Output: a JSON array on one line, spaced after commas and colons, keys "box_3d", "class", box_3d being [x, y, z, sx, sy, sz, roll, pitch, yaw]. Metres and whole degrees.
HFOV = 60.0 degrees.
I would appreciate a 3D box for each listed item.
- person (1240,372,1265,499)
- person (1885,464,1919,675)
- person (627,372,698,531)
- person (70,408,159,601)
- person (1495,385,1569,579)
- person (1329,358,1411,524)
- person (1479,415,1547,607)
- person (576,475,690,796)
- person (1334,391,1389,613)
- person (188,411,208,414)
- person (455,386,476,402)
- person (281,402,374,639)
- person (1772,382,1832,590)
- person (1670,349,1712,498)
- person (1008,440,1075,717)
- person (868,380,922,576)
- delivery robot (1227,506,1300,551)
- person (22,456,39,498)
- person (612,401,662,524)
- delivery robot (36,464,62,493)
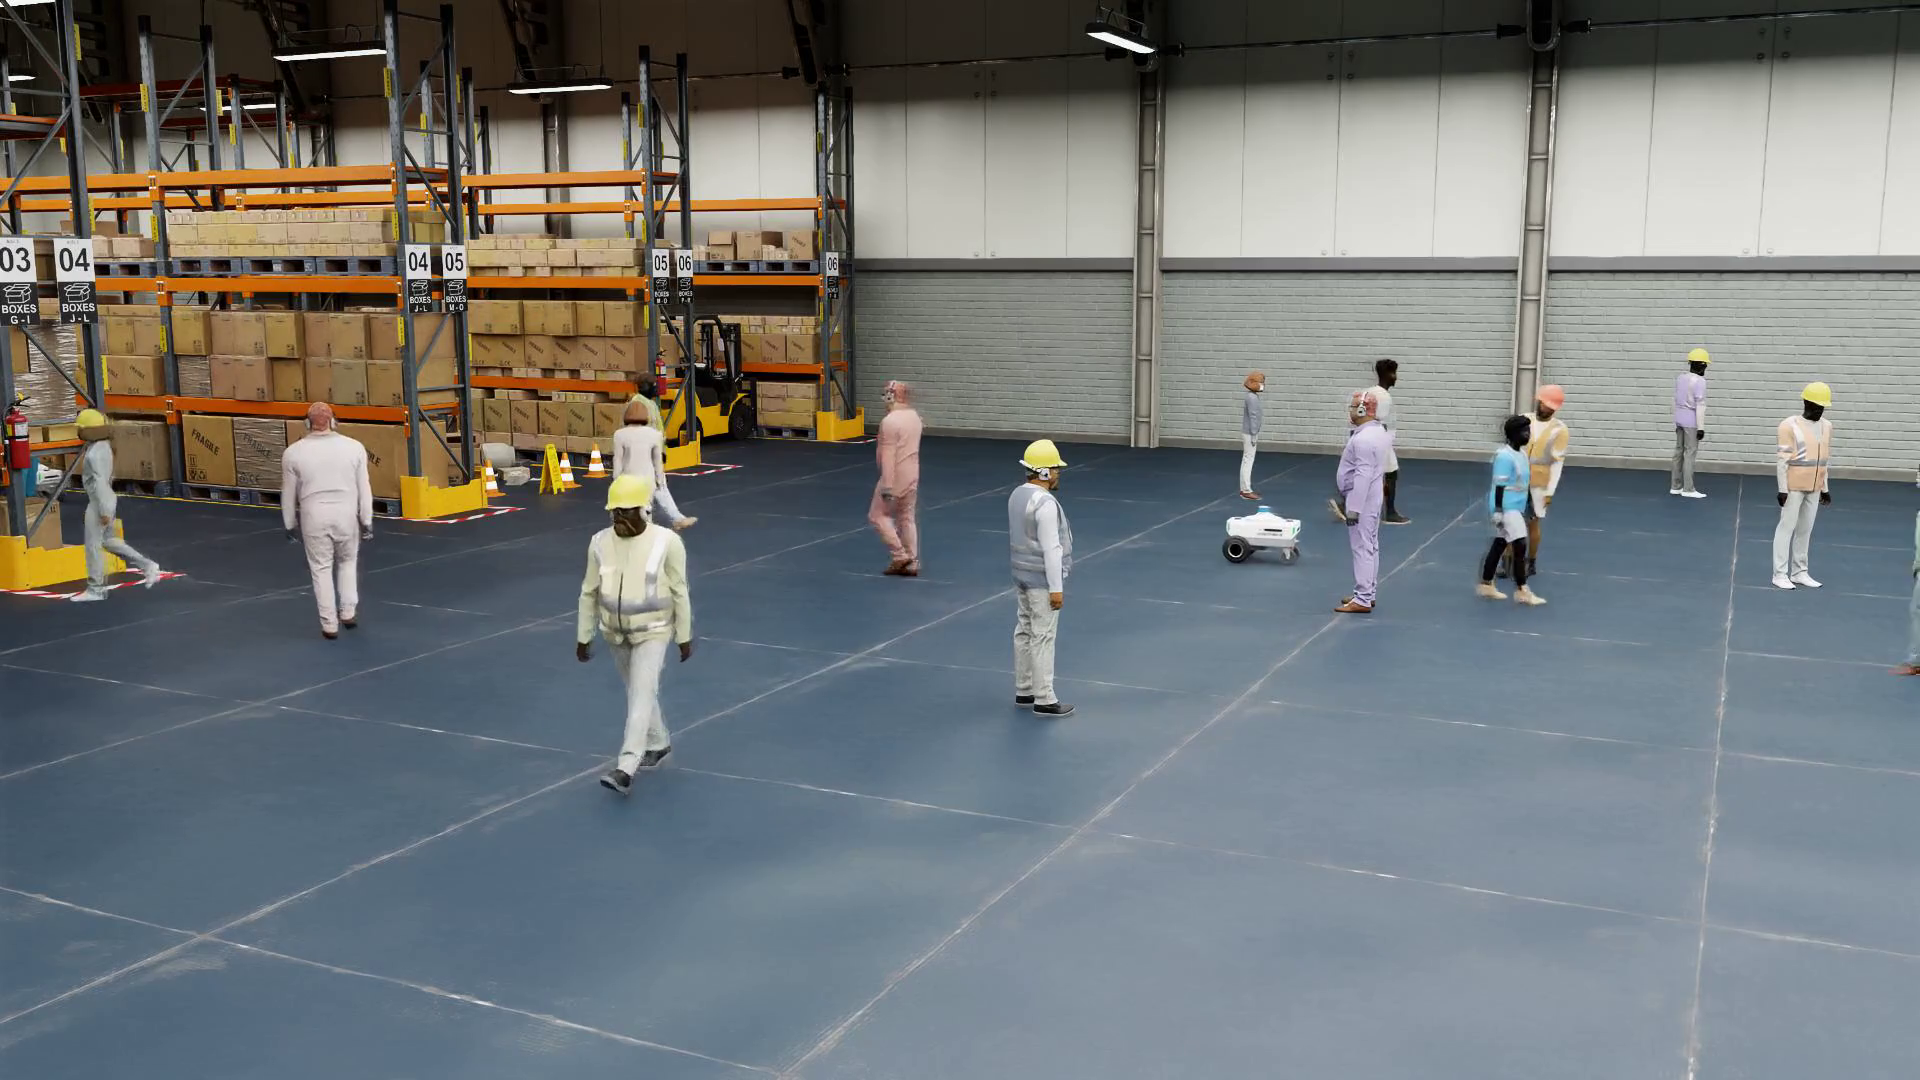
[{"box_3d": [3.763, -1.345, 21.400, 0.289, 1.633, 0.501, 1, 9, 6], "class": "person"}, {"box_3d": [7.094, 0.205, 12.009, 0.681, 1.619, 0.518, 4, 10, 21], "class": "person"}, {"box_3d": [-3.469, -0.989, 18.736, 0.947, 1.790, 0.651, 0, 9, -1], "class": "person"}, {"box_3d": [-7.592, -0.317, 14.802, 0.644, 1.725, 0.494, -2, 10, -15], "class": "person"}, {"box_3d": [5.399, -0.538, 15.710, 0.634, 1.872, 0.649, 8, 12, 39], "class": "person"}, {"box_3d": [4.759, -1.136, 19.186, 0.860, 1.940, 0.607, -1, 9, -5], "class": "person"}, {"box_3d": [4.925, -0.257, 14.596, 0.745, 1.665, 0.551, 6, 11, 33], "class": "person"}, {"box_3d": [-1.894, 0.526, 9.464, 0.623, 1.778, 0.932, 3, 10, 18], "class": "person"}, {"box_3d": [3.440, -0.325, 14.314, 0.407, 1.910, 0.639, 4, 10, 24], "class": "person"}, {"box_3d": [-11.803, -2.281, 25.887, 0.372, 2.044, 0.607, 6, 11, 33], "class": "person"}, {"box_3d": [-8.485, -2.669, 28.461, 0.578, 1.975, 0.624, 8, 12, 41], "class": "person"}, {"box_3d": [-5.105, -0.169, 13.409, 0.680, 1.883, 0.689, -4, 10, -25], "class": "person"}, {"box_3d": [7.807, -0.502, 15.367, 0.585, 1.918, 0.382, -3, 10, -20], "class": "person"}, {"box_3d": [9.466, -1.513, 21.545, 0.383, 1.923, 0.589, -1, 9, -7], "class": "person"}, {"box_3d": [0.540, 0.250, 11.013, 0.404, 1.833, 0.588, -4, 10, -23], "class": "person"}, {"box_3d": [-0.605, -0.578, 15.907, 0.463, 1.888, 0.670, 4, 10, 25], "class": "person"}, {"box_3d": [3.063, -0.099, 16.776, 0.707, 0.478, 0.477, 3, 10, 19], "class": "delivery robot"}, {"box_3d": [-11.114, -1.180, 19.754, 0.374, 1.840, 0.569, 0, 9, -1], "class": "person"}, {"box_3d": [-3.284, -0.600, 16.869, 0.539, 1.615, 0.526, -5, 10, -26], "class": "person"}, {"box_3d": [-11.703, -0.791, 21.021, 0.707, 0.478, 0.477, 5, 10, 27], "class": "delivery robot"}]
